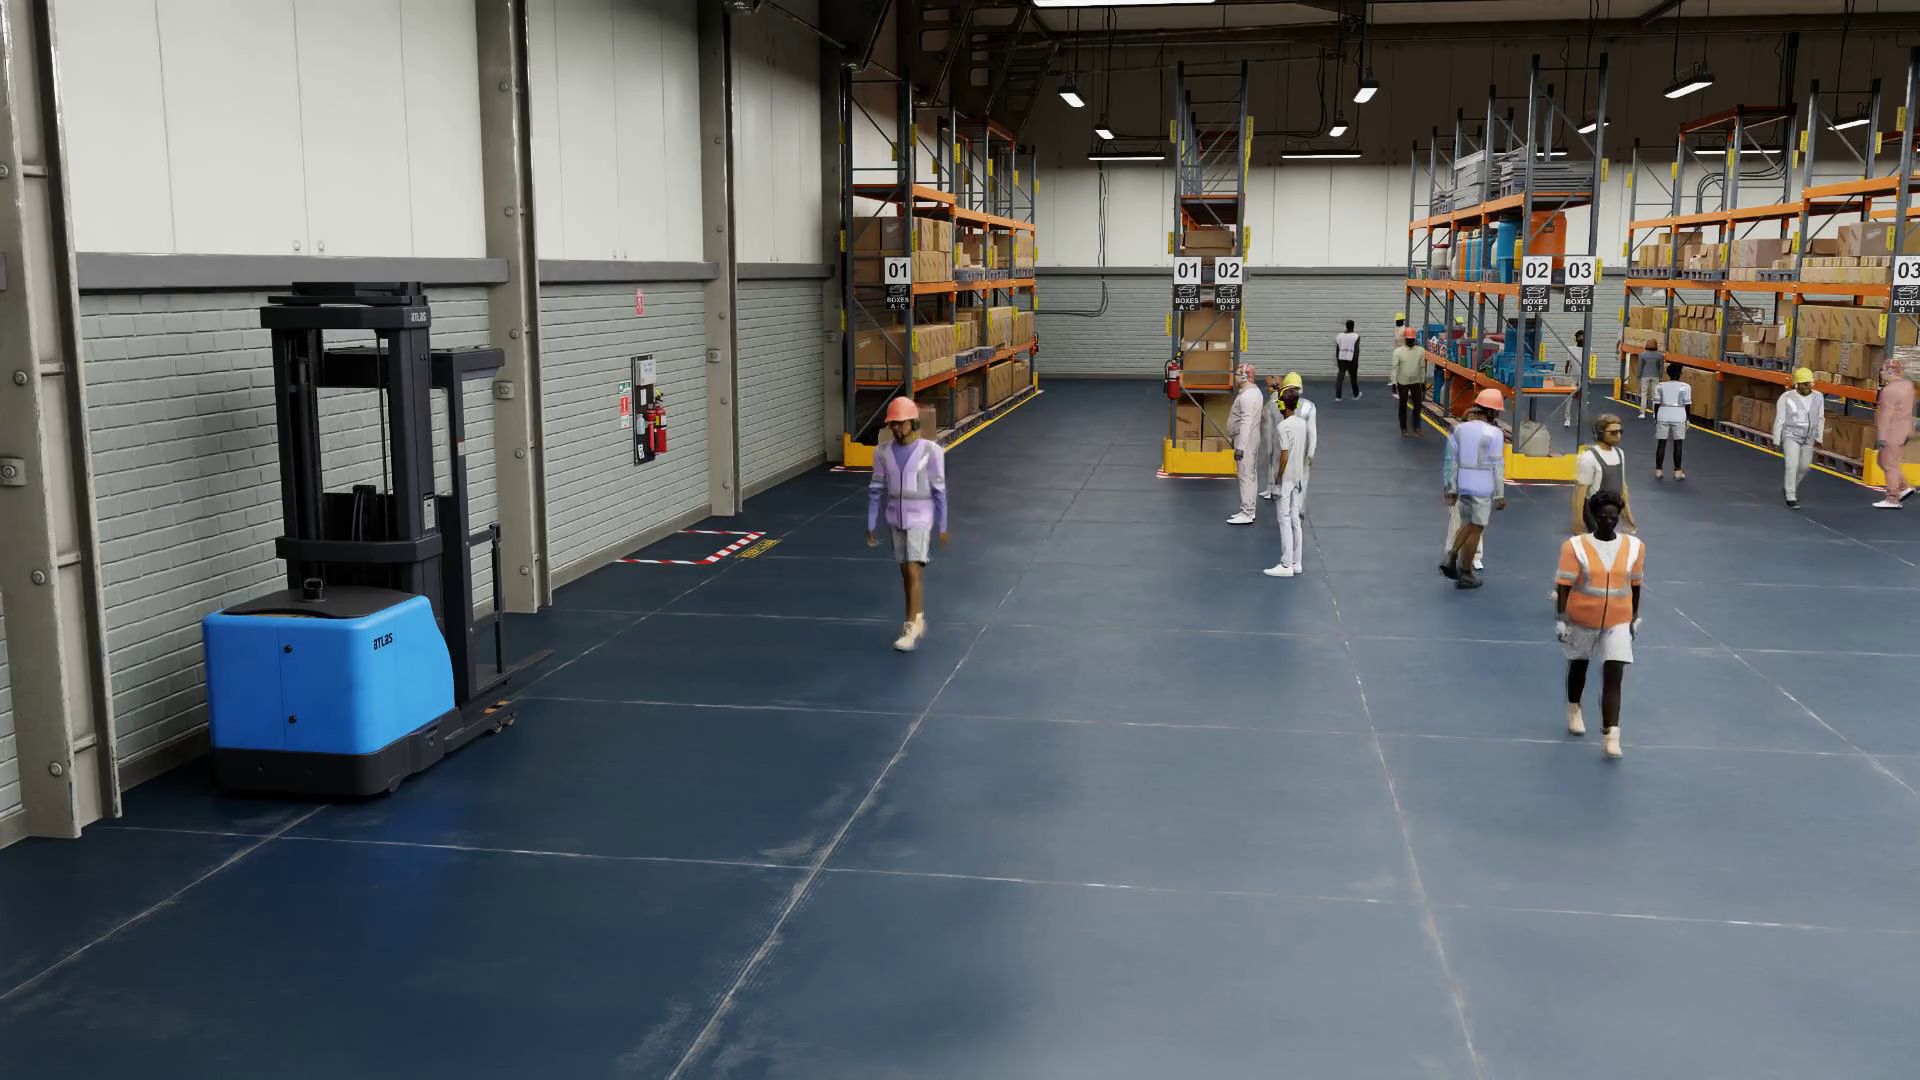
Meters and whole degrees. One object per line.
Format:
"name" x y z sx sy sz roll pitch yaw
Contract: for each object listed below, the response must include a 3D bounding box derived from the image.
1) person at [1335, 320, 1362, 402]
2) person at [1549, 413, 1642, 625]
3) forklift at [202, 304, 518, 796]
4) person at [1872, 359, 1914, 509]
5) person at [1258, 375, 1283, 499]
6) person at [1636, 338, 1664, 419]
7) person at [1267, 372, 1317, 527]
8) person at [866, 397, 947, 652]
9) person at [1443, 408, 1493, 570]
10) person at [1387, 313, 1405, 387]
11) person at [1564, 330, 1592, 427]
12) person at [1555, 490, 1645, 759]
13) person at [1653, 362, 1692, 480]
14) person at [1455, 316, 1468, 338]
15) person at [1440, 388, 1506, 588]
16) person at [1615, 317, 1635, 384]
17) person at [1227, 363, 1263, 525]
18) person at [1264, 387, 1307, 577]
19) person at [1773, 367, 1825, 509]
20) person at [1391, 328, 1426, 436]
"person" 8.987 -4.148 38.516 0.612 1.858 1.029 7 11 37
"person" 5.507 -0.204 14.372 0.511 1.807 0.934 -7 12 -38
"forklift" -3.673 -0.038 10.147 1.129 2.768 1.873 1 9 9
"person" 11.815 -1.342 21.102 0.430 1.888 0.667 9 13 44
"person" 4.154 -1.364 22.015 0.309 1.640 0.513 0 9 0
"person" 14.060 -3.289 33.899 0.499 1.634 0.285 3 10 16
"person" 3.922 -1.069 19.659 0.599 1.814 0.611 3 10 20
"person" -0.466 -0.127 13.247 0.633 2.003 0.899 4 10 25
"person" 5.143 -0.522 16.821 0.511 1.641 0.308 2 9 13
"person" 11.471 -4.967 43.381 0.411 1.917 0.604 -2 9 -14
"person" 11.953 -3.125 32.162 0.512 1.873 0.329 1 9 6
"person" 4.030 0.494 10.524 0.543 1.649 0.886 2 9 9
"person" 10.313 -1.729 24.096 0.529 1.694 0.321 7 12 39
"person" 13.118 -4.982 43.801 0.602 1.808 0.659 4 10 22
"person" 4.917 -0.487 15.788 0.432 1.907 0.551 -5 11 -29
"person" 16.972 -4.748 42.288 0.499 1.839 0.932 6 11 33
"person" 3.385 -1.149 19.857 0.406 1.911 0.639 3 10 19
"person" 3.230 -0.579 16.471 0.312 1.866 0.538 7 11 36
"person" 10.664 -1.315 21.234 0.610 1.802 0.668 -1 9 -5
"person" 8.147 -2.841 30.093 0.666 1.968 0.805 0 9 -1
